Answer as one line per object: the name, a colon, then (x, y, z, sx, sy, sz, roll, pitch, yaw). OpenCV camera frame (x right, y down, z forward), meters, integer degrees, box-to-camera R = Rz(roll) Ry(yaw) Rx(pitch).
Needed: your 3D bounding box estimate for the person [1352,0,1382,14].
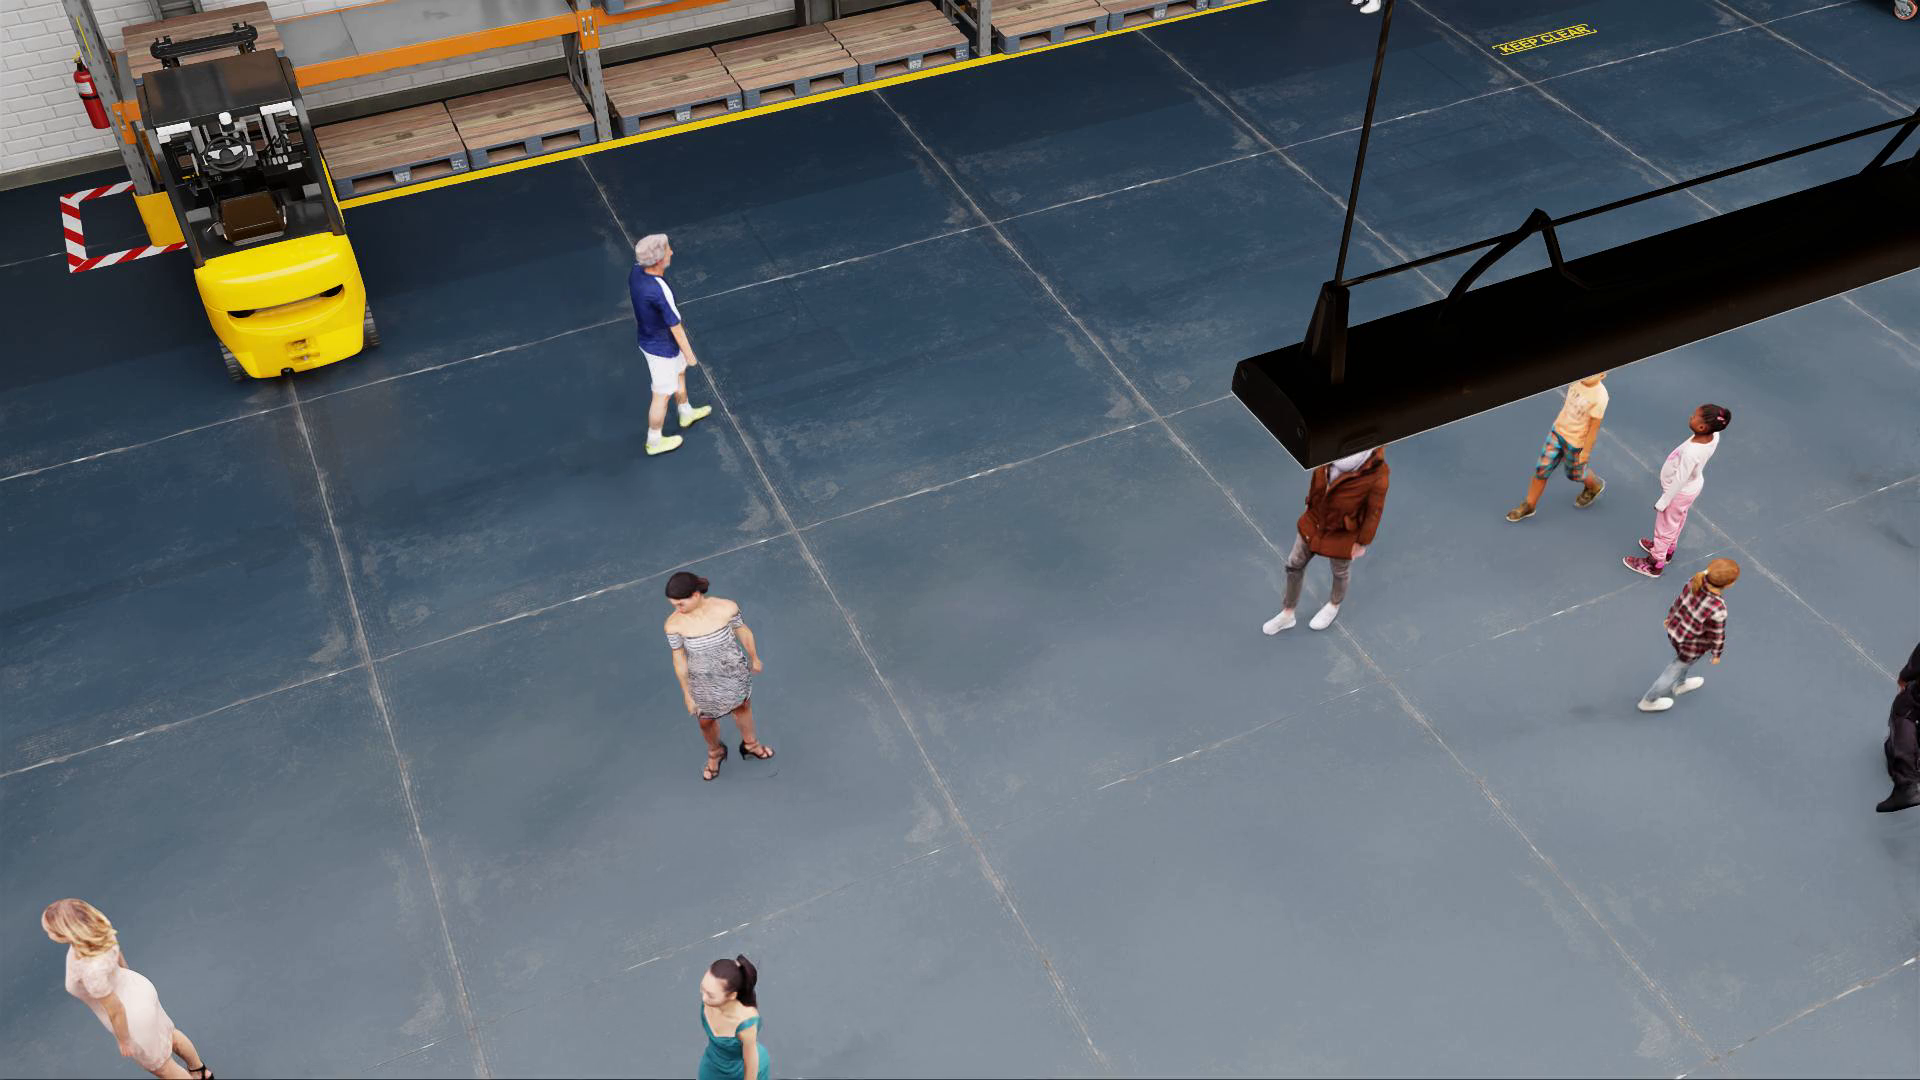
person: (4.426, -6.277, 17.242, 0.582, 1.627, 0.630, -21, 47, -20)

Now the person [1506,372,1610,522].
person: (4.320, -0.734, 11.562, 0.968, 1.437, 0.544, -19, 47, -19)

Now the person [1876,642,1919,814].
person: (5.748, 0.894, 9.592, 1.078, 1.796, 1.095, 8, 44, 8)

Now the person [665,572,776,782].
person: (-1.362, 0.753, 9.737, 0.489, 1.800, 0.761, -25, 49, -24)

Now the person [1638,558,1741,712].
person: (4.451, 0.603, 10.265, 0.771, 1.290, 0.641, -8, 44, -8)

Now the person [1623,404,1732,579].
person: (4.851, -0.356, 11.161, 0.671, 1.443, 0.555, 32, 52, 29)

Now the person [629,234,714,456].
person: (-2.230, -1.373, 11.960, 0.905, 1.812, 0.734, -25, 49, -24)

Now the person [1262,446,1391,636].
person: (2.457, -0.144, 10.662, 0.958, 1.822, 0.867, -34, 53, -30)

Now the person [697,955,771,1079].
person: (-1.013, 2.474, 8.022, 0.669, 1.675, 0.696, 33, 53, 30)

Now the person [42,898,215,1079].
person: (-4.015, 2.300, 8.092, 0.540, 1.829, 0.599, -13, 45, -13)
